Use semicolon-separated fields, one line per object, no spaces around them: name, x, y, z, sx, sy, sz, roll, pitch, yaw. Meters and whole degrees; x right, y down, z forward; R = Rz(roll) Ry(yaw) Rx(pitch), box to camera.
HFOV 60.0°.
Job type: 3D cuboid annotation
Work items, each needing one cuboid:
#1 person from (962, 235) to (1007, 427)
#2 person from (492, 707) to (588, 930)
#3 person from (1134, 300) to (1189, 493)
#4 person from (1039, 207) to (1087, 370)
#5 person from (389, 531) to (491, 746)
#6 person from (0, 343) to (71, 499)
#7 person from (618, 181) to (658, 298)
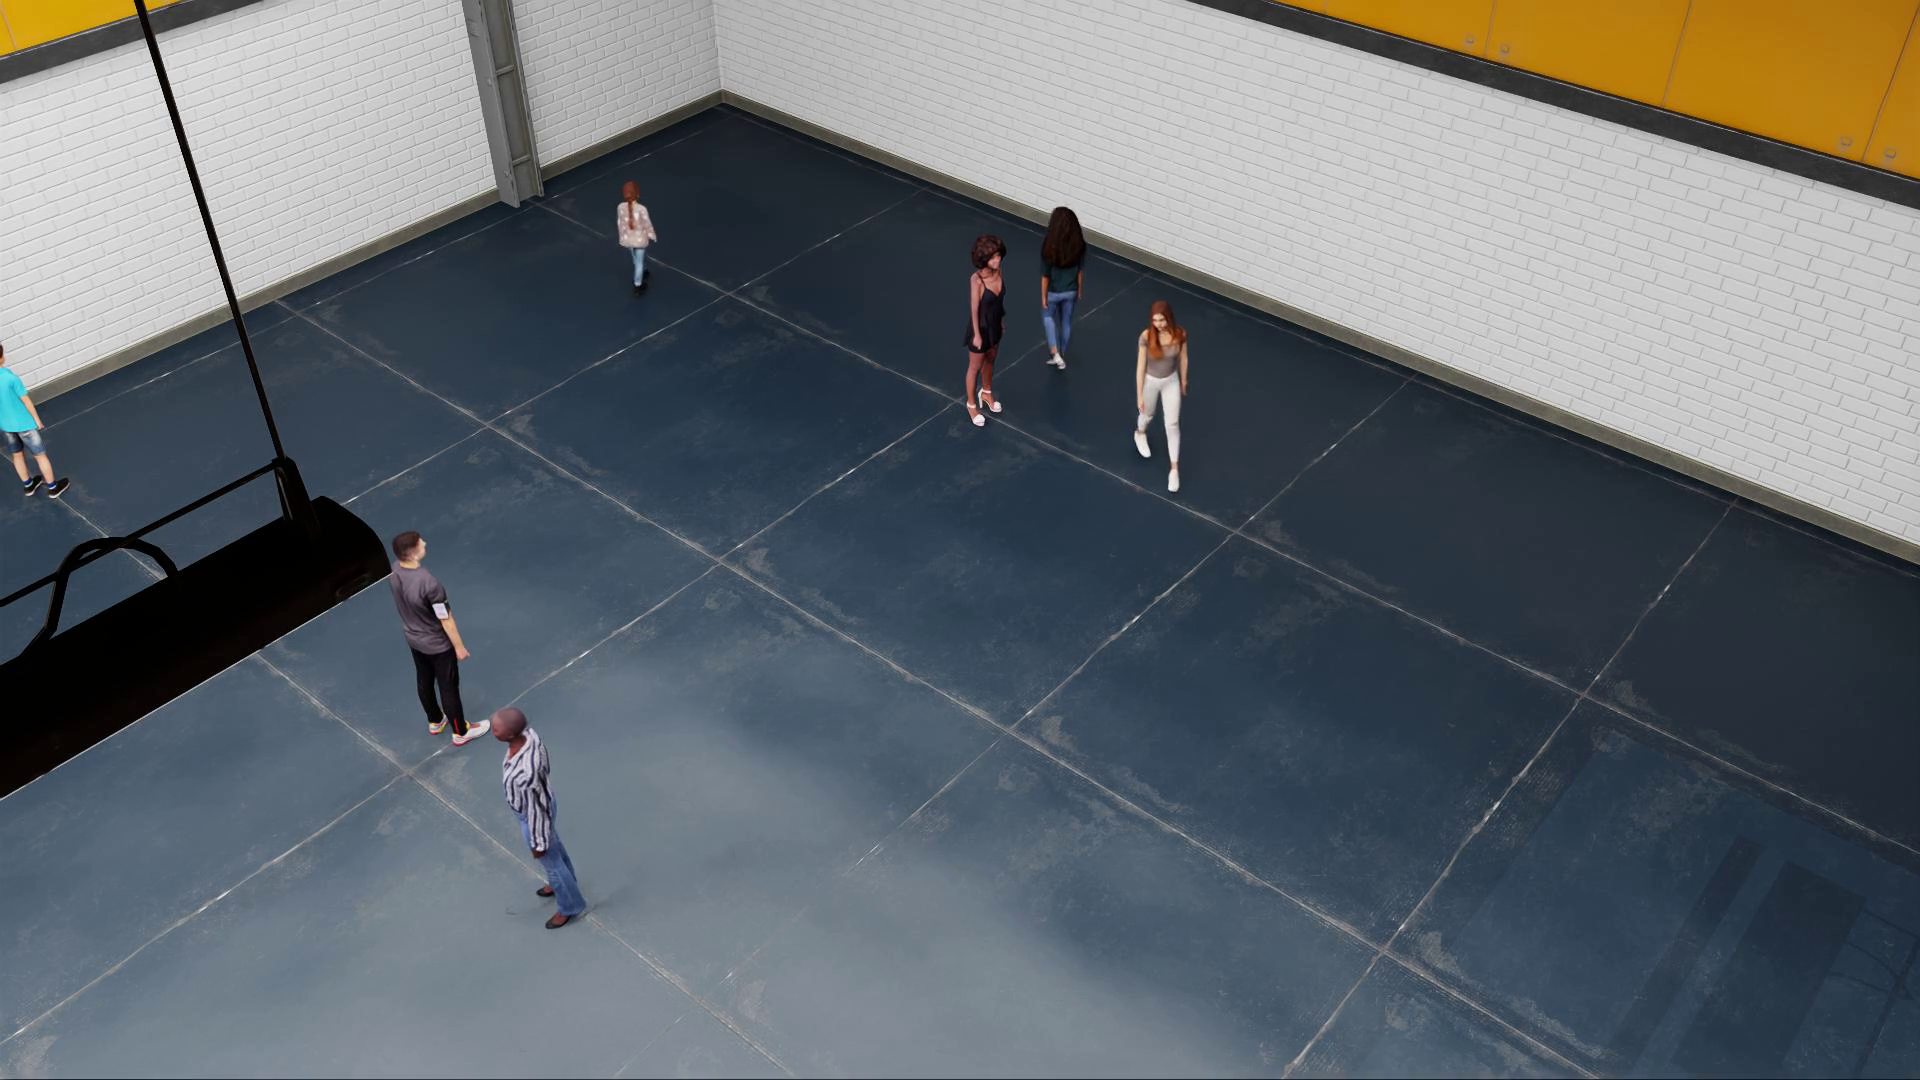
person;0.215;-1.838;14.470;0.624;1.788;0.469;27;46;29
person;-2.558;1.666;10.078;0.726;1.794;0.719;-12;40;-15
person;1.630;-1.312;13.900;1.031;1.676;1.114;-4;39;-5
person;0.938;-2.228;15.106;0.741;1.603;0.802;-6;39;-8
person;-3.622;0.665;11.356;0.666;1.762;0.561;22;44;25
person;-7.769;-0.992;13.682;0.587;1.447;0.612;6;39;7
person;-3.208;-2.937;16.333;0.635;1.179;0.742;11;40;13
